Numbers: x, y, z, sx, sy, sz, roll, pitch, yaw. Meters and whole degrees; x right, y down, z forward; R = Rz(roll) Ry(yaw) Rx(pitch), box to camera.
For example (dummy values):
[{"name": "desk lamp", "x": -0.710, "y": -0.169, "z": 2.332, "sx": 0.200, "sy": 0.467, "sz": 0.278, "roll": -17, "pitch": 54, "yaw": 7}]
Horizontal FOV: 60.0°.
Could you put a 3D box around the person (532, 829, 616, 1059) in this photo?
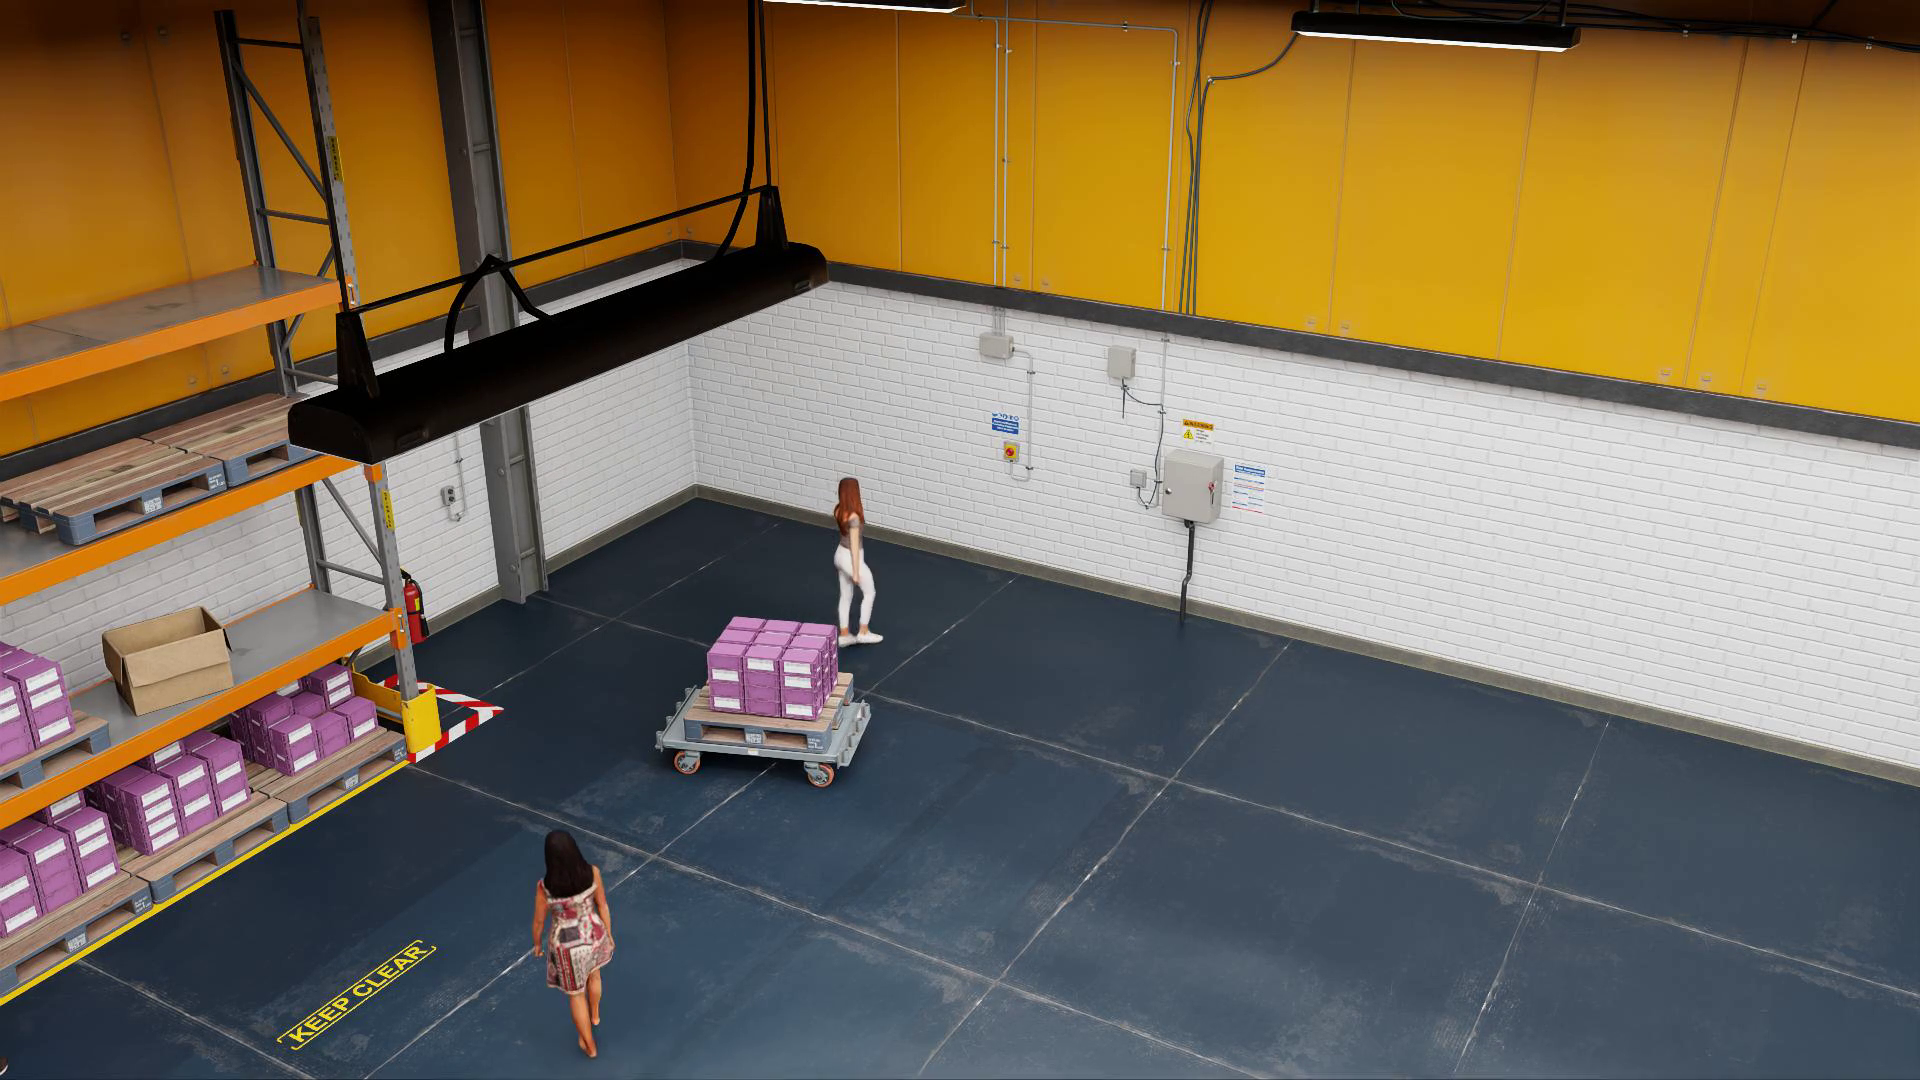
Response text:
[{"name": "person", "x": -2.385, "y": 2.561, "z": 10.418, "sx": 0.860, "sy": 1.633, "sz": 0.910, "roll": -12, "pitch": 26, "yaw": -25}]

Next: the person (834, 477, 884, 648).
[{"name": "person", "x": -1.098, "y": 0.232, "z": 15.645, "sx": 0.775, "sy": 1.714, "sz": 0.725, "roll": -16, "pitch": 28, "yaw": -31}]
